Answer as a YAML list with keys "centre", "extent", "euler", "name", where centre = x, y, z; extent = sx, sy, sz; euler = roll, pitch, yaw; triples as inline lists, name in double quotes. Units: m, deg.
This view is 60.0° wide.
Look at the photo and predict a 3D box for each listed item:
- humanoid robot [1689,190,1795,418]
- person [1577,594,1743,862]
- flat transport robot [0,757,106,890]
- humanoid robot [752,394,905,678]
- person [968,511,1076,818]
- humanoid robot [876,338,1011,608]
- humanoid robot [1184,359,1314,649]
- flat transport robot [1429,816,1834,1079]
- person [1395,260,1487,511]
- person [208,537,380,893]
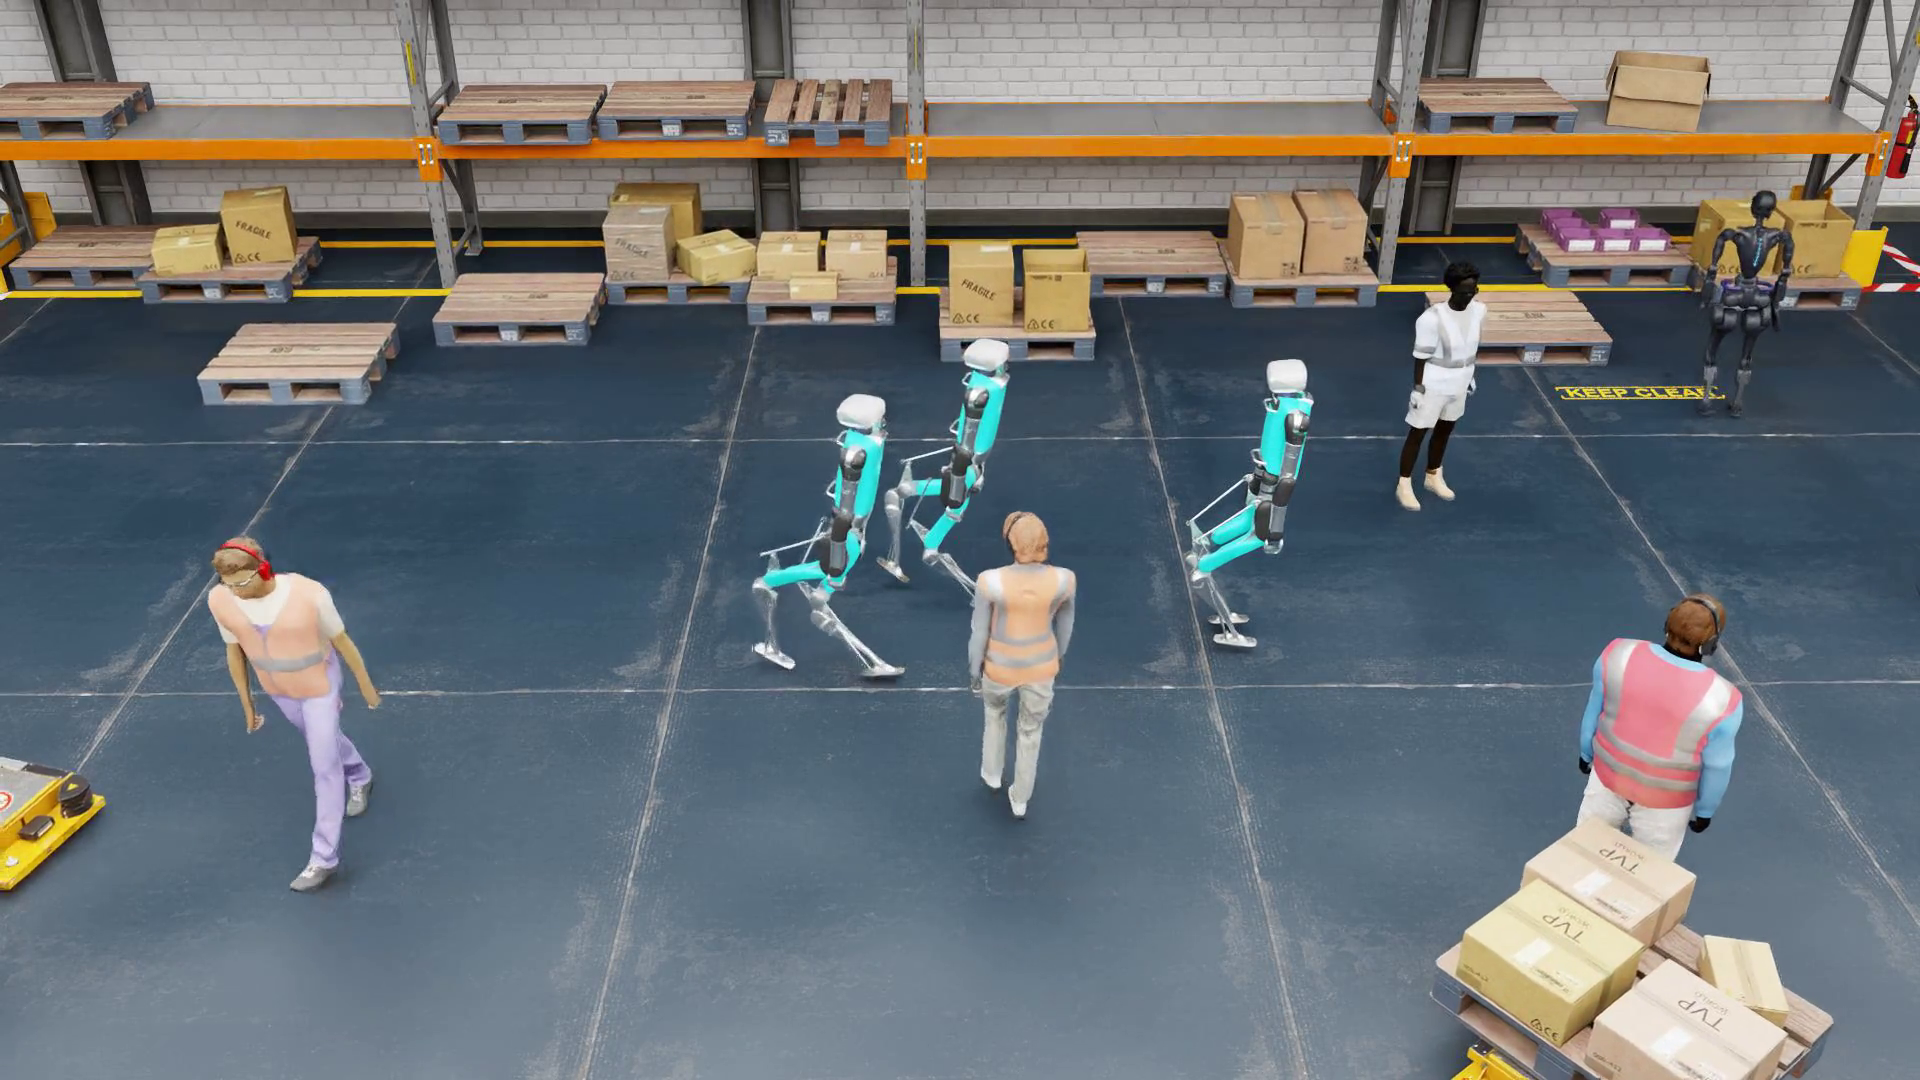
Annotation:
- centre: [5.550, -1.672, 11.827]
  extent: [0.589, 1.667, 0.330]
  euler: [5, 31, 9]
  name: "humanoid robot"
- centre: [2.971, 1.028, 7.187]
  extent: [0.634, 1.831, 0.430]
  euler: [25, 39, 35]
  name: "person"
- centre: [-5.055, 1.326, 8.204]
  extent: [1.431, 0.231, 0.659]
  euler: [8, 32, 14]
  name: "flat transport robot"
- centre: [-0.827, 0.002, 9.018]
  extent: [1.039, 1.748, 0.548]
  euler: [6, 32, 10]
  name: "humanoid robot"
- centre: [0.290, 0.595, 8.099]
  extent: [0.525, 1.612, 0.531]
  euler: [-3, 31, -5]
  name: "person"
- centre: [-0.192, -0.372, 9.674]
  extent: [1.035, 1.759, 0.541]
  euler: [9, 32, 15]
  name: "humanoid robot"
- centre: [1.522, -0.195, 9.211]
  extent: [0.718, 1.693, 0.532]
  euler: [0, 31, -1]
  name: "humanoid robot"
- centre: [2.720, 2.104, 6.907]
  extent: [1.431, 0.231, 0.659]
  euler: [-22, 38, -32]
  name: "flat transport robot"
- centre: [3.106, -0.998, 10.685]
  extent: [0.539, 1.695, 0.317]
  euler: [-15, 34, -23]
  name: "person"
- centre: [-3.064, 0.721, 7.737]
  extent: [0.623, 1.781, 0.982]
  euler: [5, 31, 8]
  name: "person"
